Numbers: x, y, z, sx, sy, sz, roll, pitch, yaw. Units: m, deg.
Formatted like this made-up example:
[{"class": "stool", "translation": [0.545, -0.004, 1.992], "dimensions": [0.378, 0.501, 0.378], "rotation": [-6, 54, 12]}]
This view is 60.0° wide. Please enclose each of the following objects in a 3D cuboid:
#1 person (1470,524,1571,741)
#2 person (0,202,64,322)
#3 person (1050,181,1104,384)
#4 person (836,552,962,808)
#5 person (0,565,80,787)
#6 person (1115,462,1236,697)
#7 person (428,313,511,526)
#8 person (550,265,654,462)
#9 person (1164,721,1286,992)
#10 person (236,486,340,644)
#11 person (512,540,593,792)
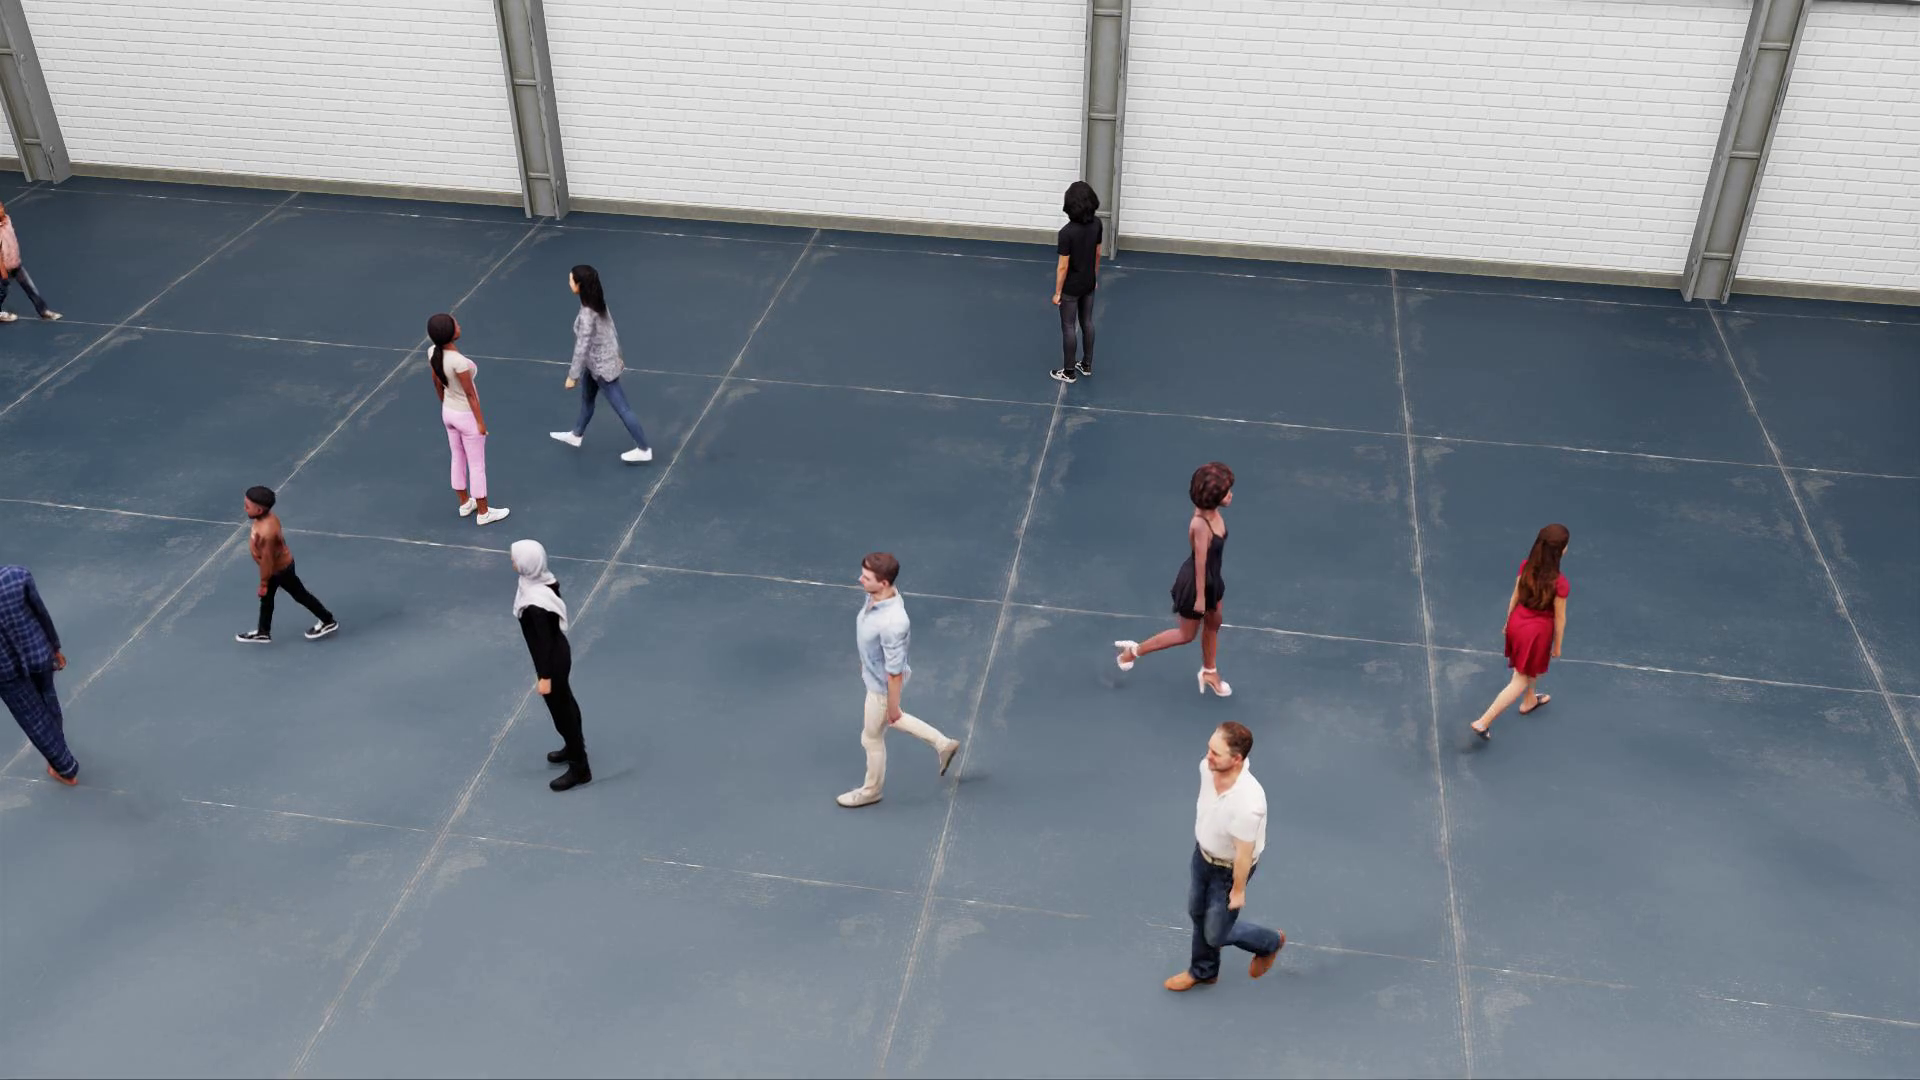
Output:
[{"class": "person", "translation": [3.570, 0.605, 10.478], "dimensions": [1.066, 1.526, 0.967], "rotation": [-19, 38, -26]}, {"class": "person", "translation": [-8.960, -2.599, 15.530], "dimensions": [0.921, 1.271, 0.595], "rotation": [0, 34, -1]}, {"class": "person", "translation": [1.028, -2.252, 14.497], "dimensions": [0.706, 1.836, 0.756], "rotation": [-23, 40, -30]}, {"class": "person", "translation": [-0.369, 0.822, 9.876], "dimensions": [1.117, 1.832, 0.874], "rotation": [-6, 34, -10]}, {"class": "person", "translation": [-5.630, 0.750, 10.012], "dimensions": [0.996, 1.802, 0.894], "rotation": [23, 40, 30]}, {"class": "person", "translation": [1.451, 0.288, 10.734], "dimensions": [1.051, 1.771, 0.661], "rotation": [11, 35, 16]}, {"class": "person", "translation": [-3.772, -0.927, 12.589], "dimensions": [0.597, 1.742, 0.717], "rotation": [23, 40, 30]}, {"class": "person", "translation": [-2.764, -1.366, 13.296], "dimensions": [1.136, 1.689, 0.735], "rotation": [0, 34, 1]}, {"class": "person", "translation": [1.456, 1.659, 8.610], "dimensions": [1.019, 1.840, 0.905], "rotation": [-11, 35, -16]}, {"class": "person", "translation": [-4.599, 0.187, 11.381], "dimensions": [0.963, 1.222, 0.821], "rotation": [-13, 36, -19]}, {"class": "person", "translation": [-2.463, 0.741, 10.046], "dimensions": [0.646, 1.778, 0.666], "rotation": [-6, 34, -9]}]
